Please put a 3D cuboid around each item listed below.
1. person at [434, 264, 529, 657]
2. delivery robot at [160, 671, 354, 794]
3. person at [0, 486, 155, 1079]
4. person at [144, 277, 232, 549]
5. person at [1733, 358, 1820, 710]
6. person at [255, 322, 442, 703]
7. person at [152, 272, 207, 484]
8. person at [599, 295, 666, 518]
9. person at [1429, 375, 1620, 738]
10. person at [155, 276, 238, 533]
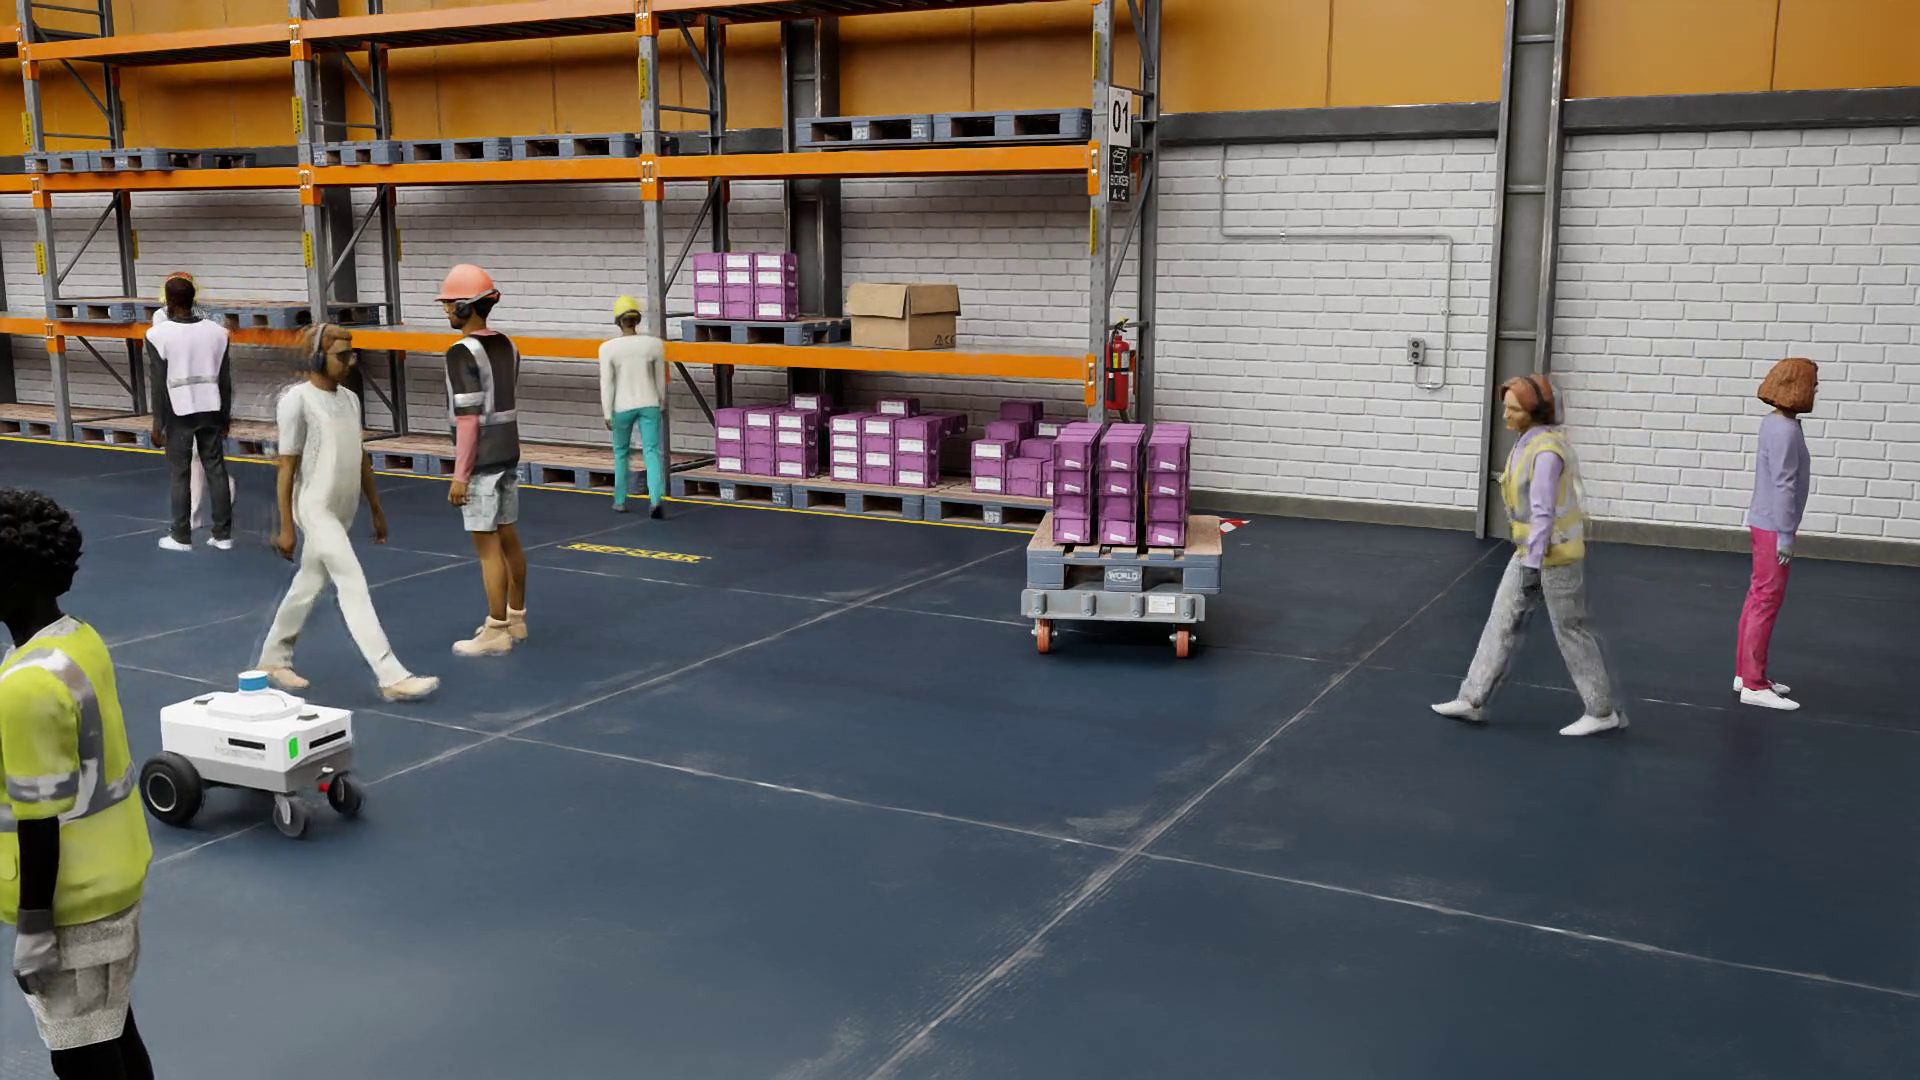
[{"bbox_3d":[-2.510,-0.407,8.695,0.396,2.044,0.609,2,10,9],"label":"person"},{"bbox_3d":[-2.641,0.736,6.255,0.707,0.478,0.477,5,11,23],"label":"delivery robot"},{"bbox_3d":[-1.854,0.728,3.449,0.318,1.690,0.530,-4,11,-19],"label":"person"},{"bbox_3d":[-5.424,-0.872,11.664,0.645,1.904,0.617,8,13,37],"label":"person"},{"bbox_3d":[3.834,-0.037,7.793,0.273,1.632,0.507,4,11,19],"label":"person"},{"bbox_3d":[-2.976,-0.124,7.844,1.010,1.798,0.527,2,11,12],"label":"person"},{"bbox_3d":[-6.778,-1.400,14.574,0.337,1.882,0.583,3,11,15],"label":"person"},{"bbox_3d":[-2.544,-1.039,12.989,0.529,1.739,0.752,-4,11,-20],"label":"person"},{"bbox_3d":[2.500,0.082,7.235,0.863,1.593,0.541,0,10,2],"label":"person"},{"bbox_3d":[-5.762,-1.043,12.556,0.605,1.905,0.790,2,11,13],"label":"person"}]
